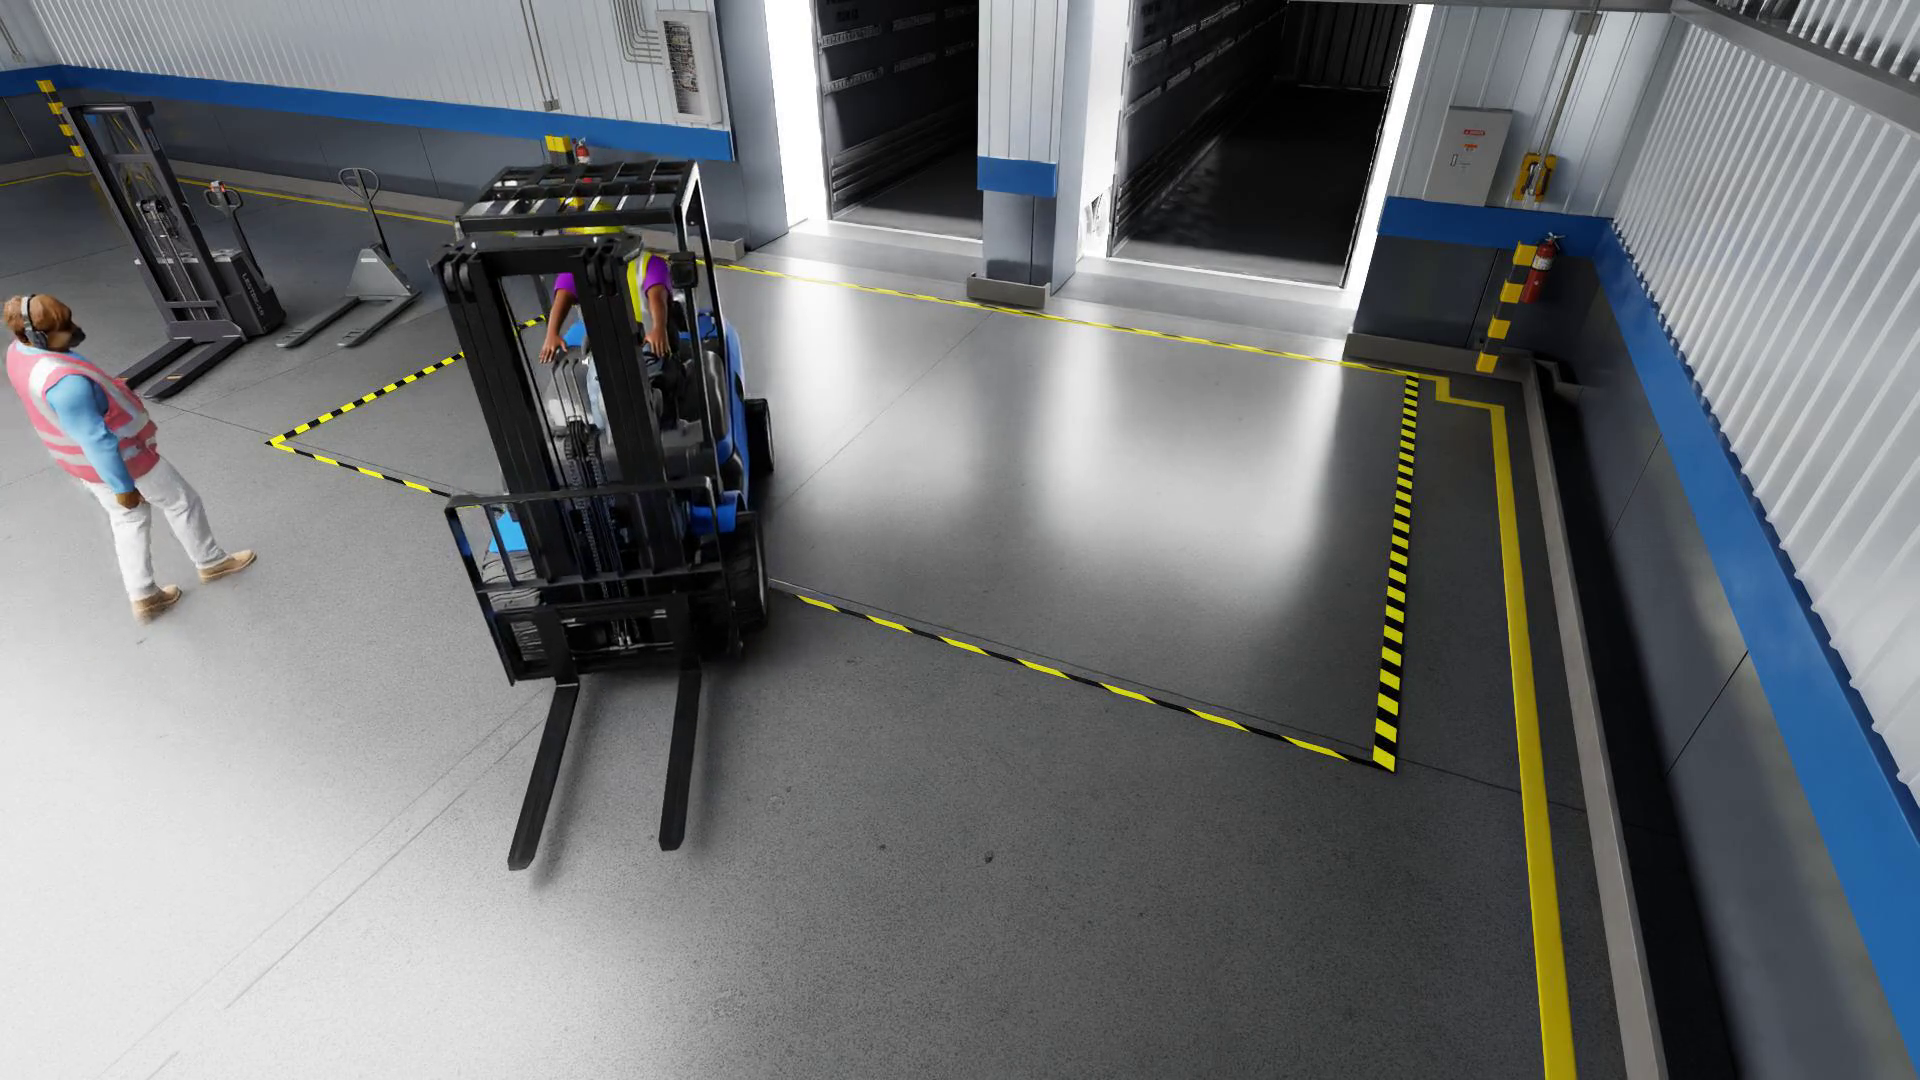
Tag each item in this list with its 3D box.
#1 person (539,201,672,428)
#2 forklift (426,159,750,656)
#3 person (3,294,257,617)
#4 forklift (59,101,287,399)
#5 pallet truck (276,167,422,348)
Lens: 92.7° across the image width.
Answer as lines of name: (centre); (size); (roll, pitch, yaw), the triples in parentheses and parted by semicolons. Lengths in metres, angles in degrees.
person: (-1.838, -1.029, 4.855); (0.635, 1.294, 1.004); (-5, 35, -7)
forklift: (-1.840, -0.910, 5.011); (1.157, 2.036, 2.680); (-5, 35, -7)
person: (-4.406, -0.436, 4.816); (0.609, 1.795, 0.686); (13, 37, 18)
forklift: (-6.686, -2.387, 7.434); (0.823, 1.965, 1.885); (-3, 35, -5)
pallet truck: (-5.732, -2.611, 8.414); (0.680, 1.201, 1.601); (-1, 35, -1)
